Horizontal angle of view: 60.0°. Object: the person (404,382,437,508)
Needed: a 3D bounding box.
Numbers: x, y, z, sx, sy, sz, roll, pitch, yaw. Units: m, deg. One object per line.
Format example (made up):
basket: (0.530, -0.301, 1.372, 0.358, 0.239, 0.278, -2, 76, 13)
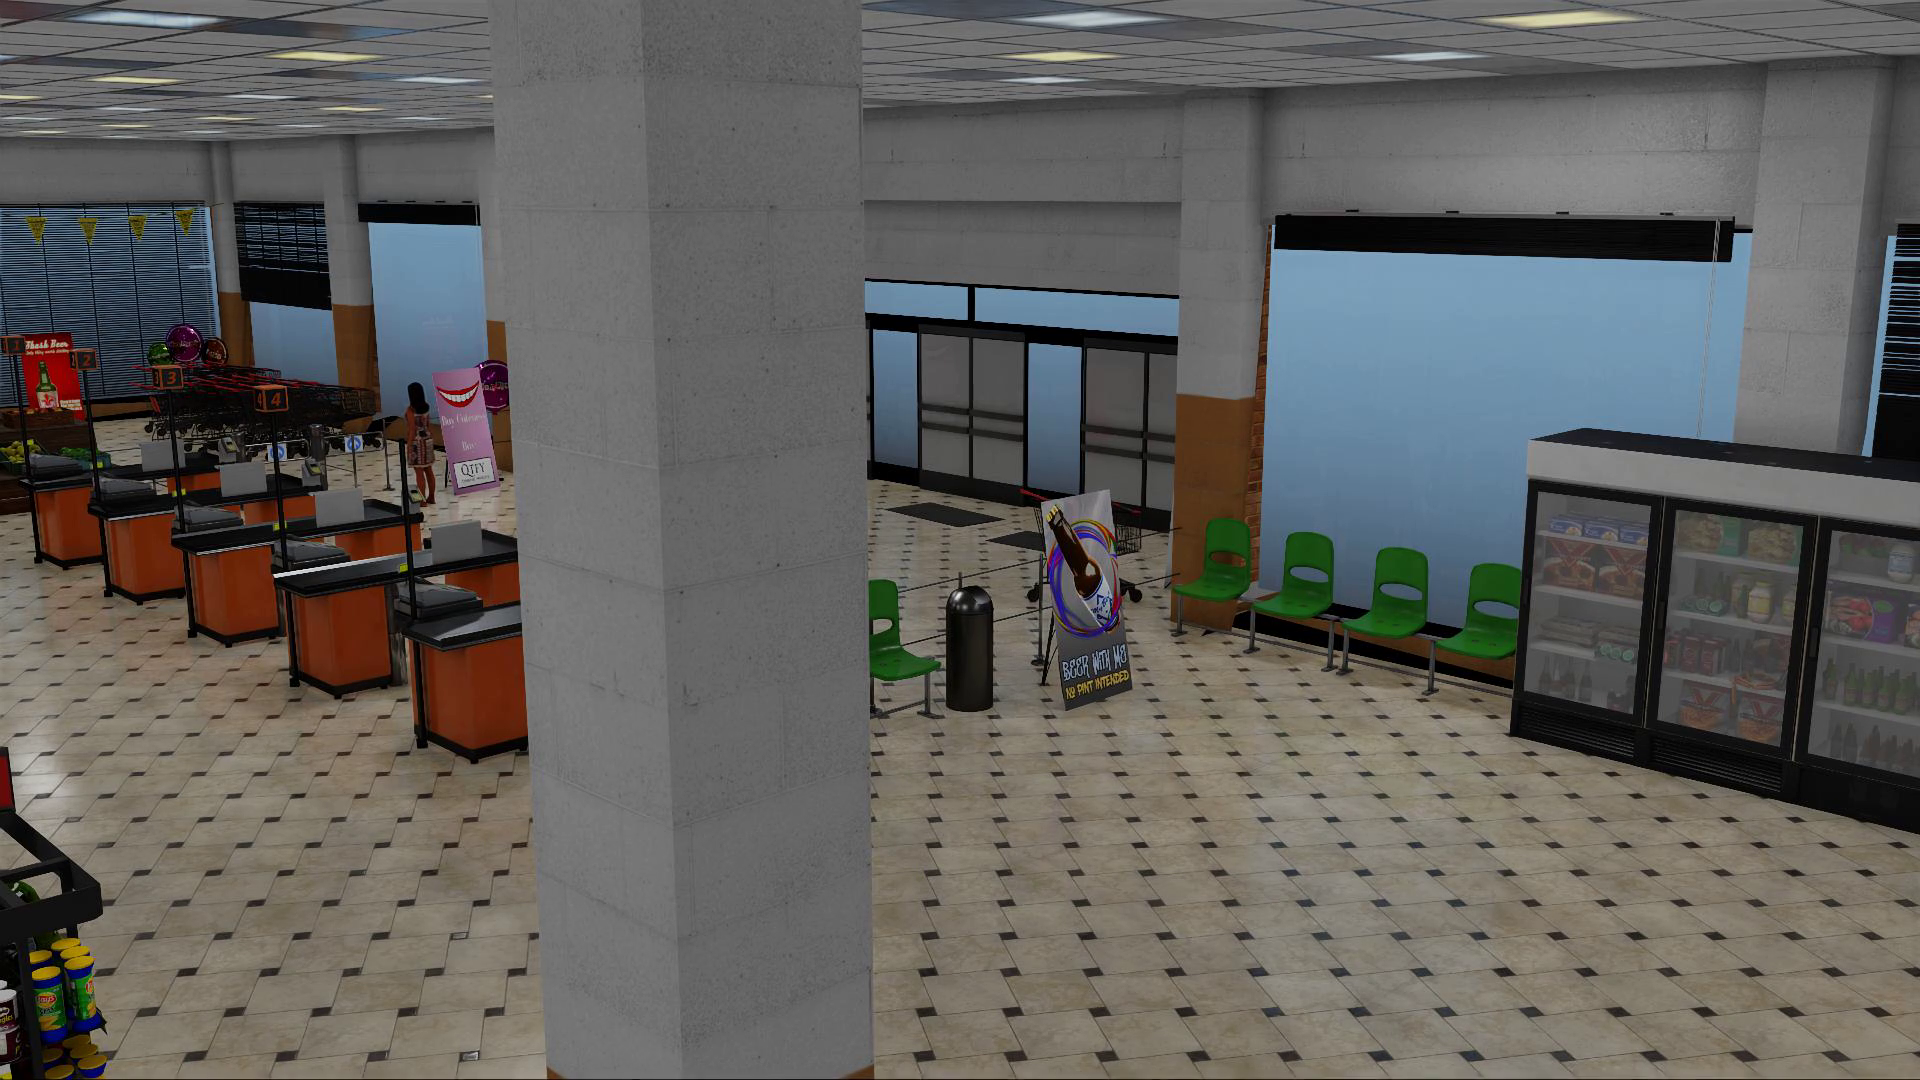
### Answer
person: (-7.135, -1.269, 21.987, 0.784, 1.645, 0.631, 4, 13, 19)
